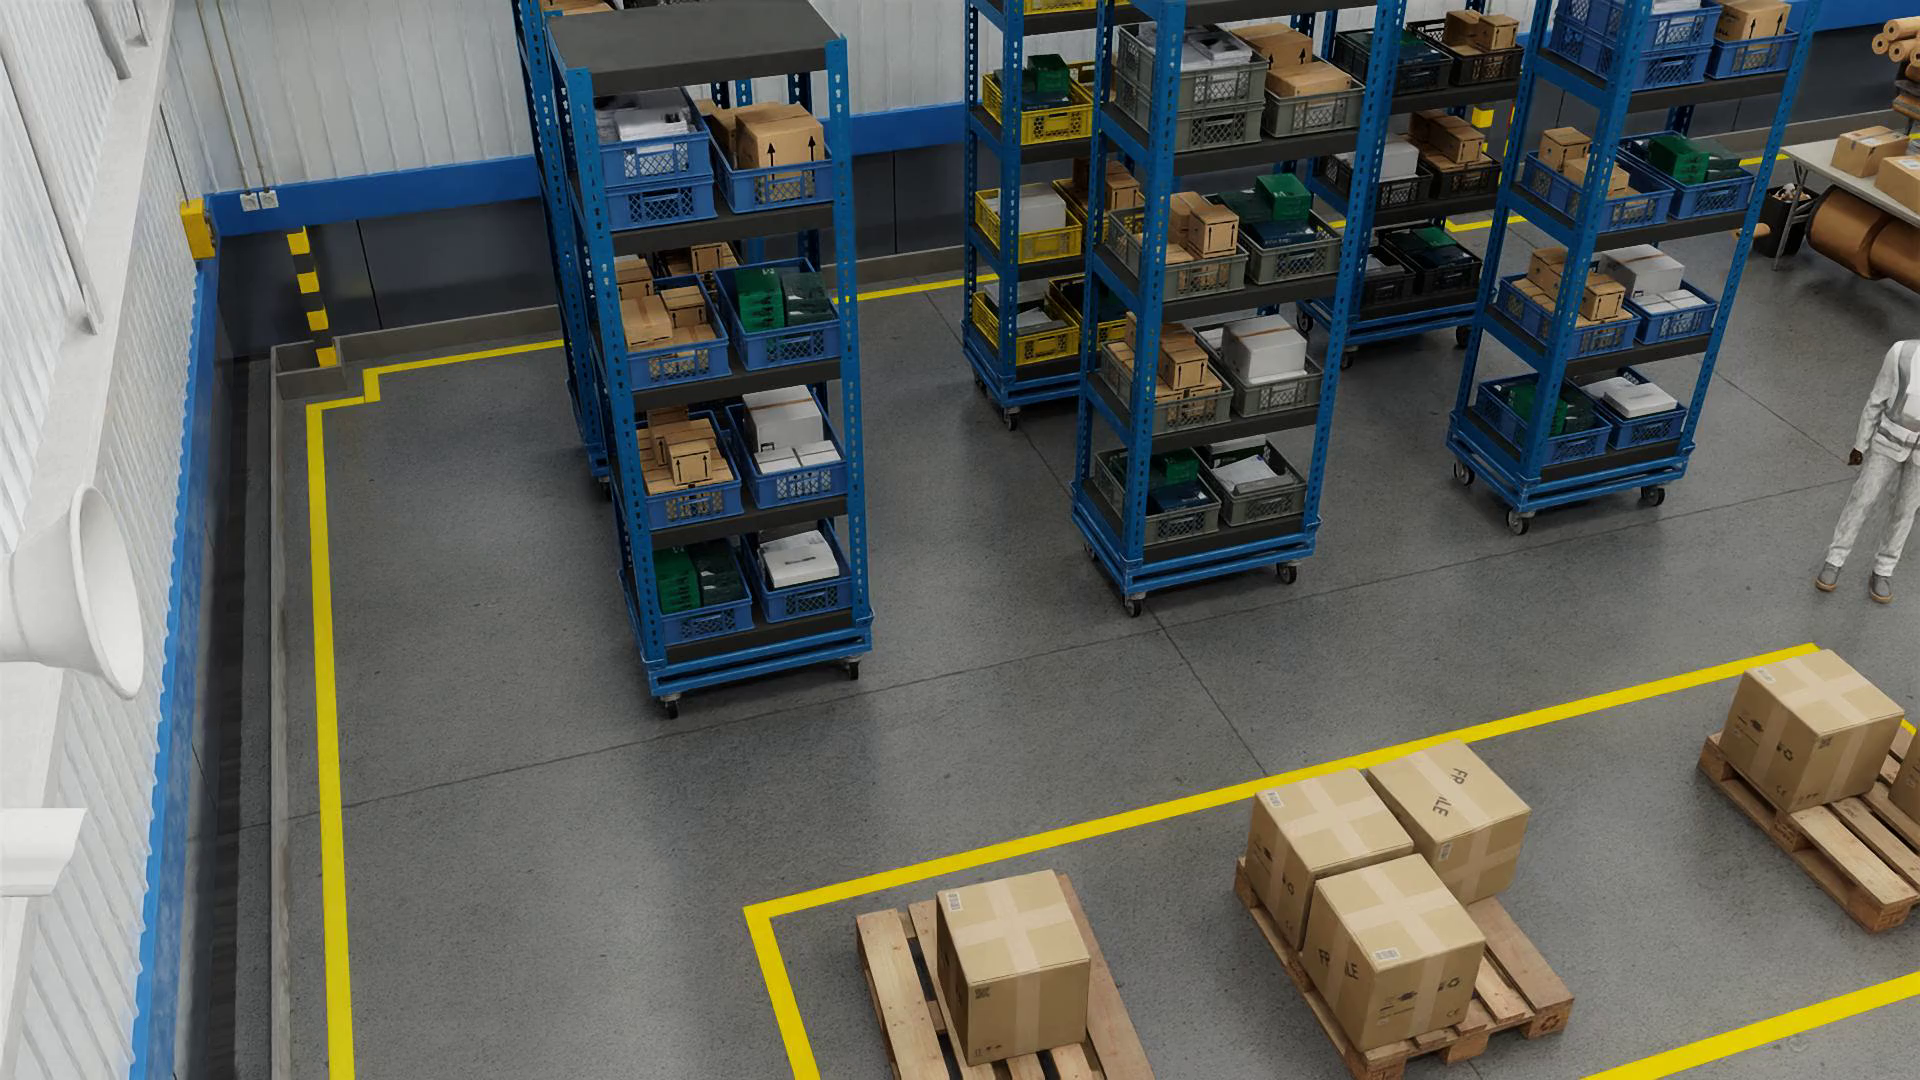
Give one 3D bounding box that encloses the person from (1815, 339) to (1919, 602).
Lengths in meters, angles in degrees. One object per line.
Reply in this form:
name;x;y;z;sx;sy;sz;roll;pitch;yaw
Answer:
person;5.338;-0.498;9.361;0.573;1.882;0.355;15;38;20
